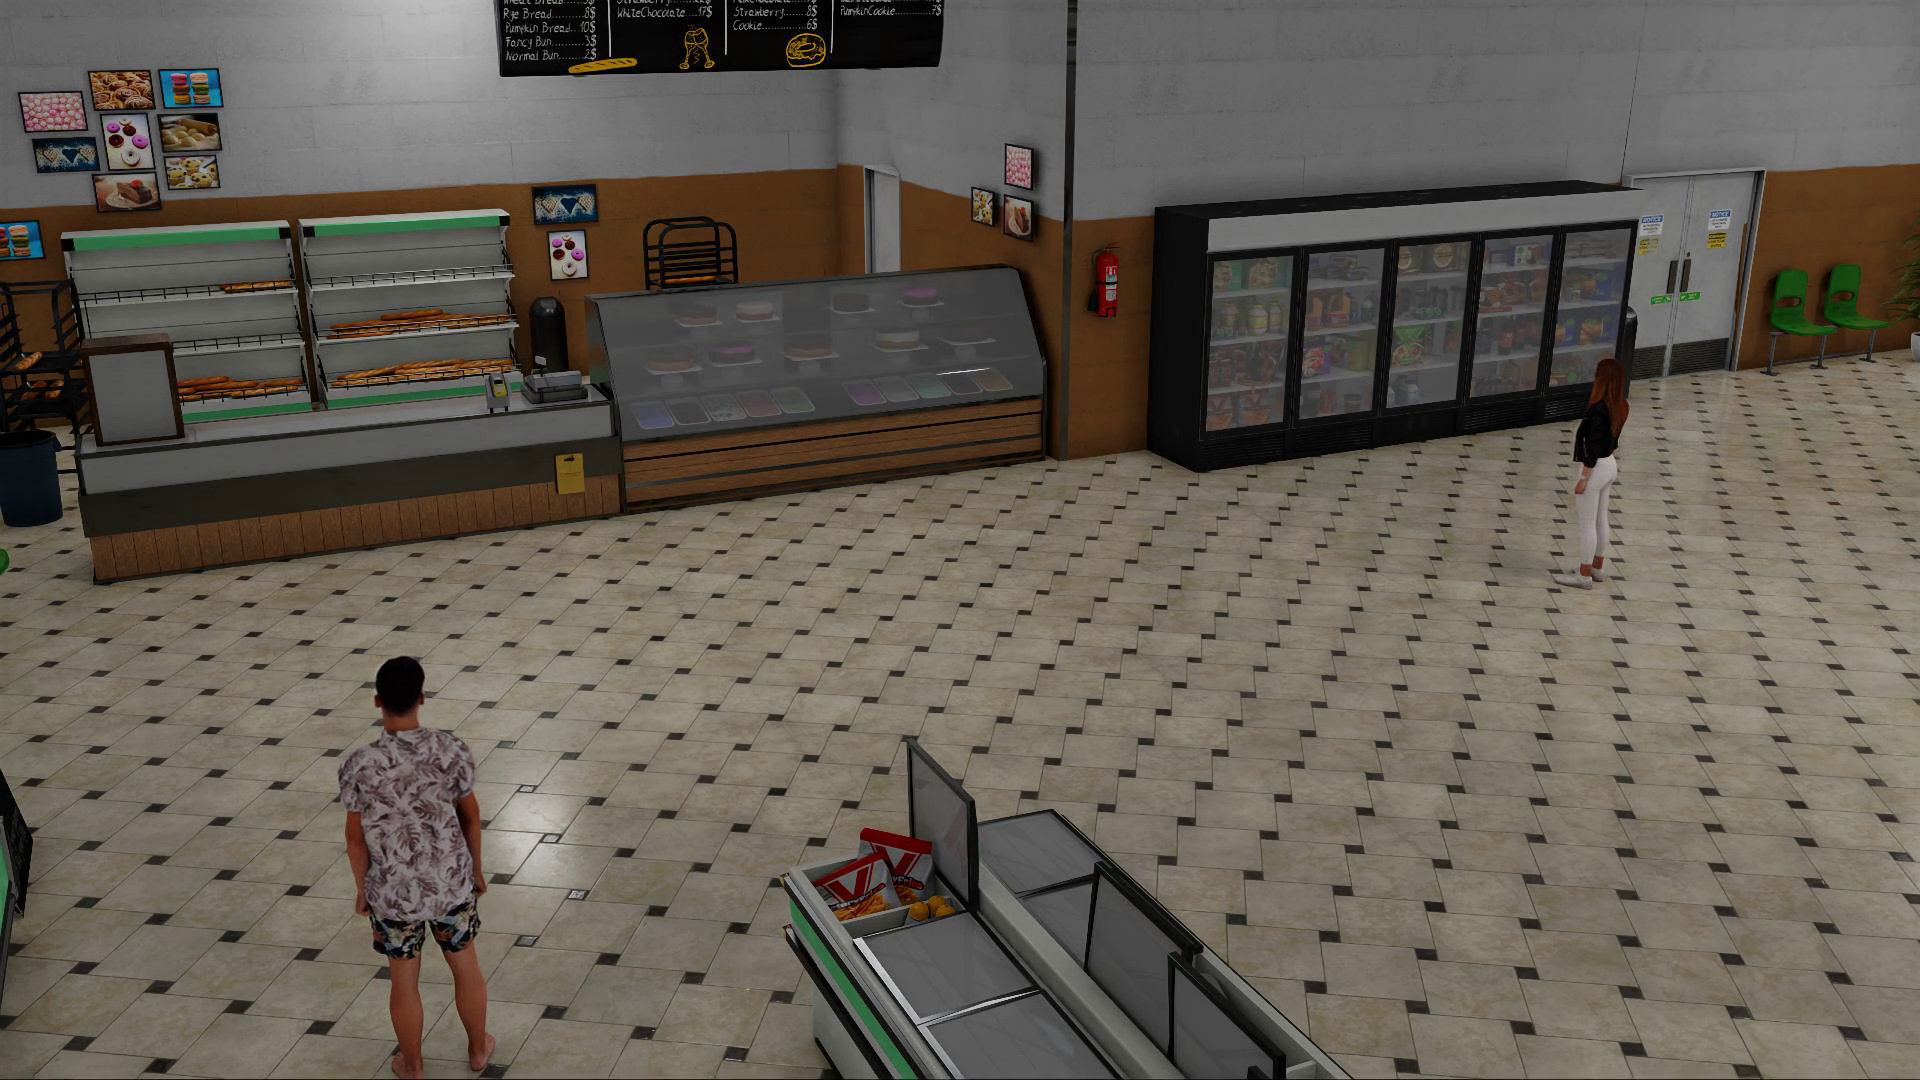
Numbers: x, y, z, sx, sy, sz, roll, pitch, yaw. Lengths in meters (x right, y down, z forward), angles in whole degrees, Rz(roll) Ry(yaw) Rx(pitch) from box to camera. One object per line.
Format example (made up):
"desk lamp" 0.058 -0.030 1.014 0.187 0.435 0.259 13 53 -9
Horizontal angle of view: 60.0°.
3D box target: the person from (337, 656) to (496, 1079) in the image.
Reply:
"person" -2.139 1.327 6.599 0.657 1.816 0.548 -8 20 -22

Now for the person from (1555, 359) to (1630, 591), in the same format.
"person" 4.661 -0.492 12.168 0.641 1.704 0.672 17 25 42
